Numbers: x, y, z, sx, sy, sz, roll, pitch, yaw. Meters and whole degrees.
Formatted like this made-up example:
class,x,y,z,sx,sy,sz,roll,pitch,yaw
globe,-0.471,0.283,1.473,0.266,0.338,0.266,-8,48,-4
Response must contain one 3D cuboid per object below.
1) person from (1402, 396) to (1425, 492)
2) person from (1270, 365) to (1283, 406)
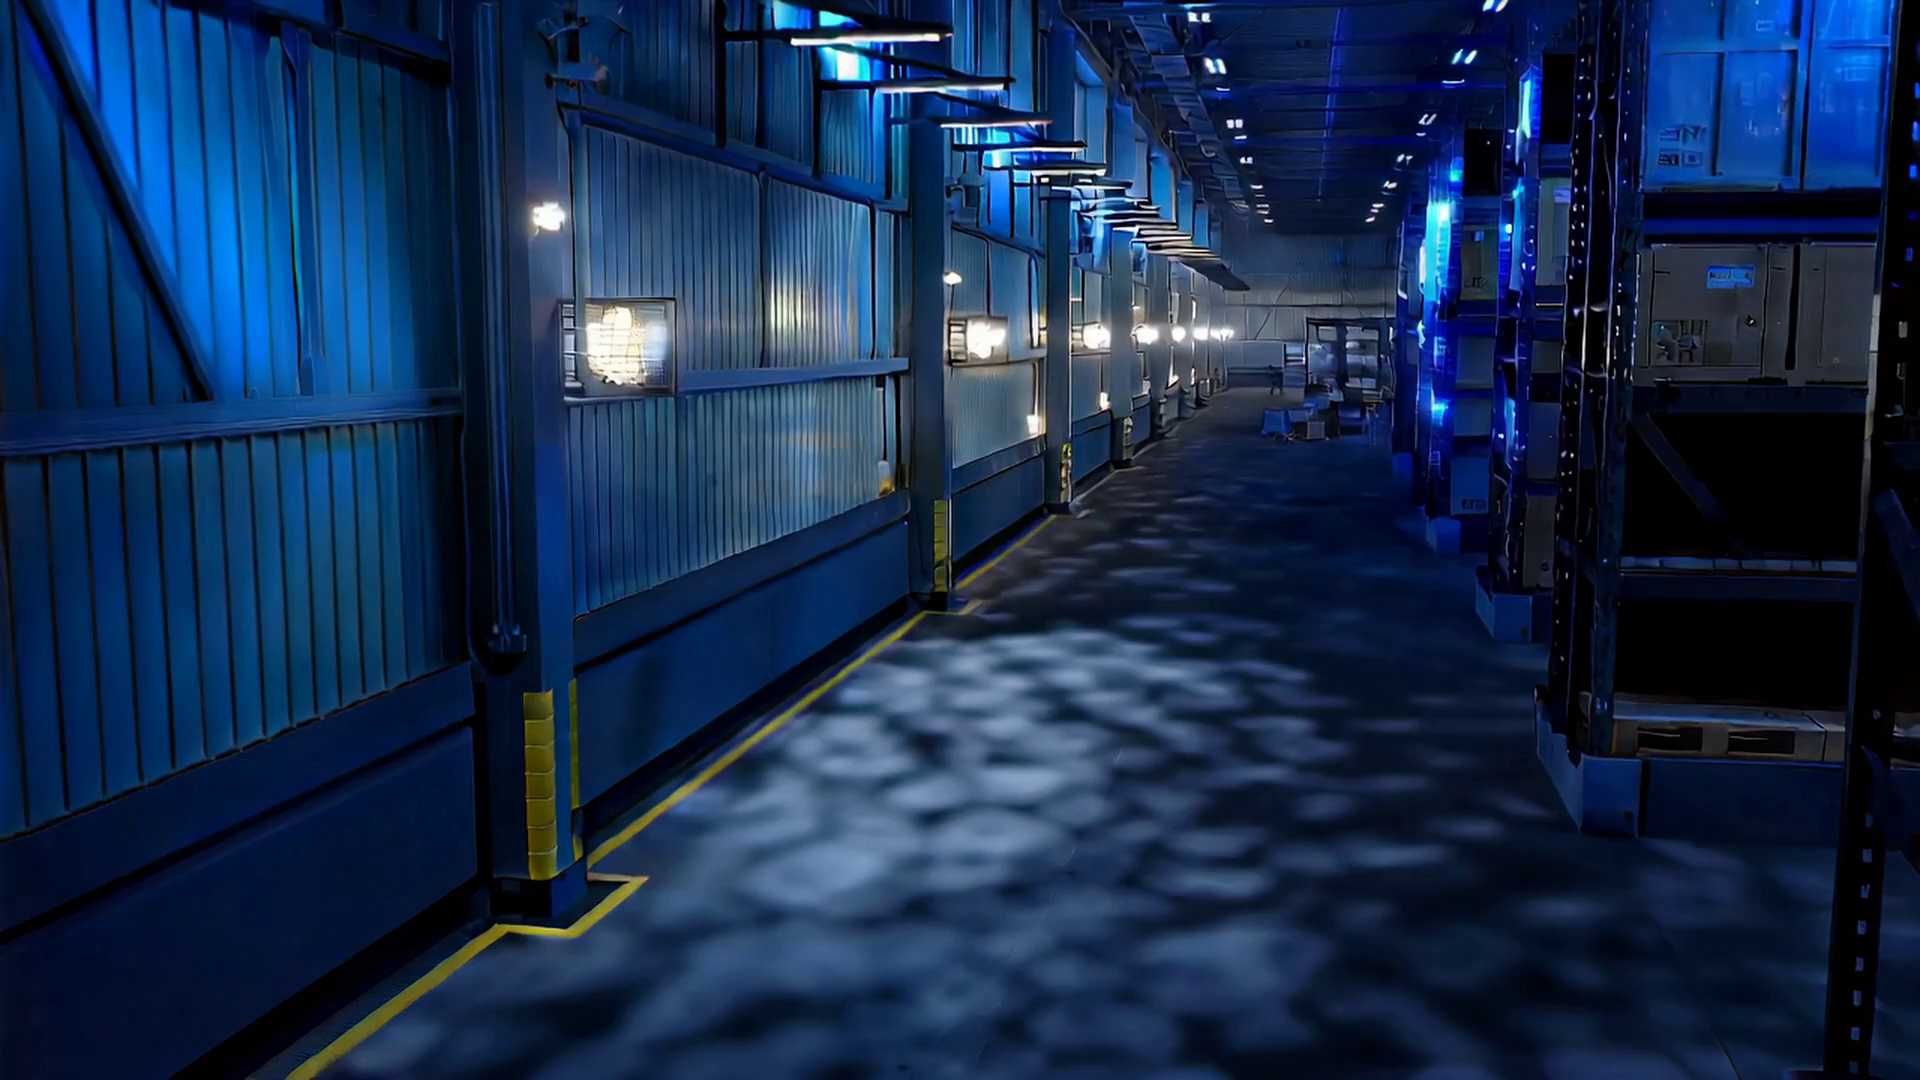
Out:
class,x,y,z,sx,sy,sz,roll,pitch,yaw
person,8.869,-1.871,32.161,0.561,1.921,0.654,0,7,4
person,13.204,-6.423,69.387,0.558,1.730,0.766,2,8,19
